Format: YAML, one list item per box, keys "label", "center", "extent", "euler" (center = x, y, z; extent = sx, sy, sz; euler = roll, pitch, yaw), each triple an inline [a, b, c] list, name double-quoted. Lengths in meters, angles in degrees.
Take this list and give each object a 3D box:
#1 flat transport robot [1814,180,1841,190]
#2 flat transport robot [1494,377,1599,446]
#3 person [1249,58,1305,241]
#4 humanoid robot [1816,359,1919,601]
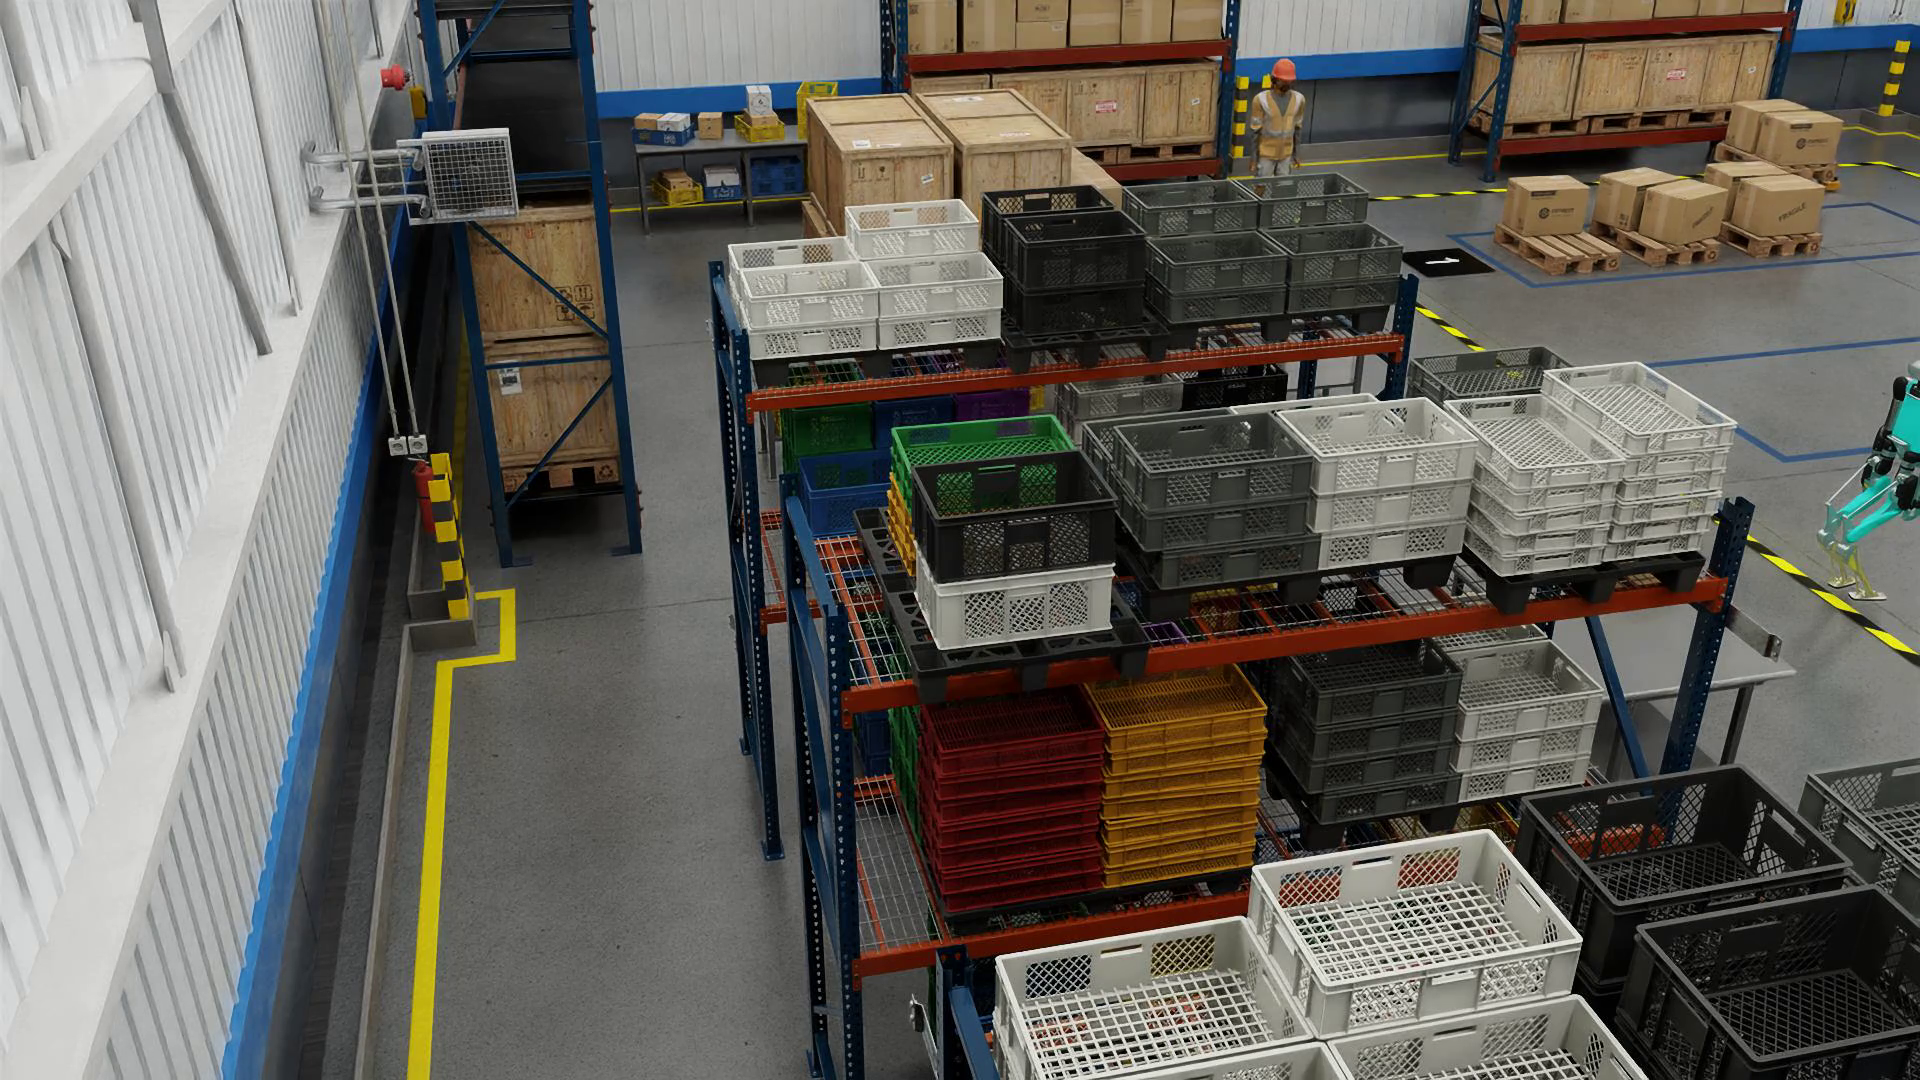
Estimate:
- label: "flat transport robot"
  center: [10.023, -4.460, 20.479]
  extent: [1.431, 0.197, 0.652]
  euler: [-6, 28, -12]
- label: "flat transport robot"
  center: [4.780, -1.036, 14.013]
  extent: [0.659, 0.231, 1.431]
  euler: [-6, 28, -12]
- label: "person"
  center: [3.443, -4.219, 18.150]
  extent: [0.605, 2.046, 0.366]
  euler: [-6, 28, -12]
- label: "humanoid robot"
  center: [6.068, -0.383, 11.051]
  extent: [0.735, 1.681, 0.533]
  euler: [-6, 28, -12]
